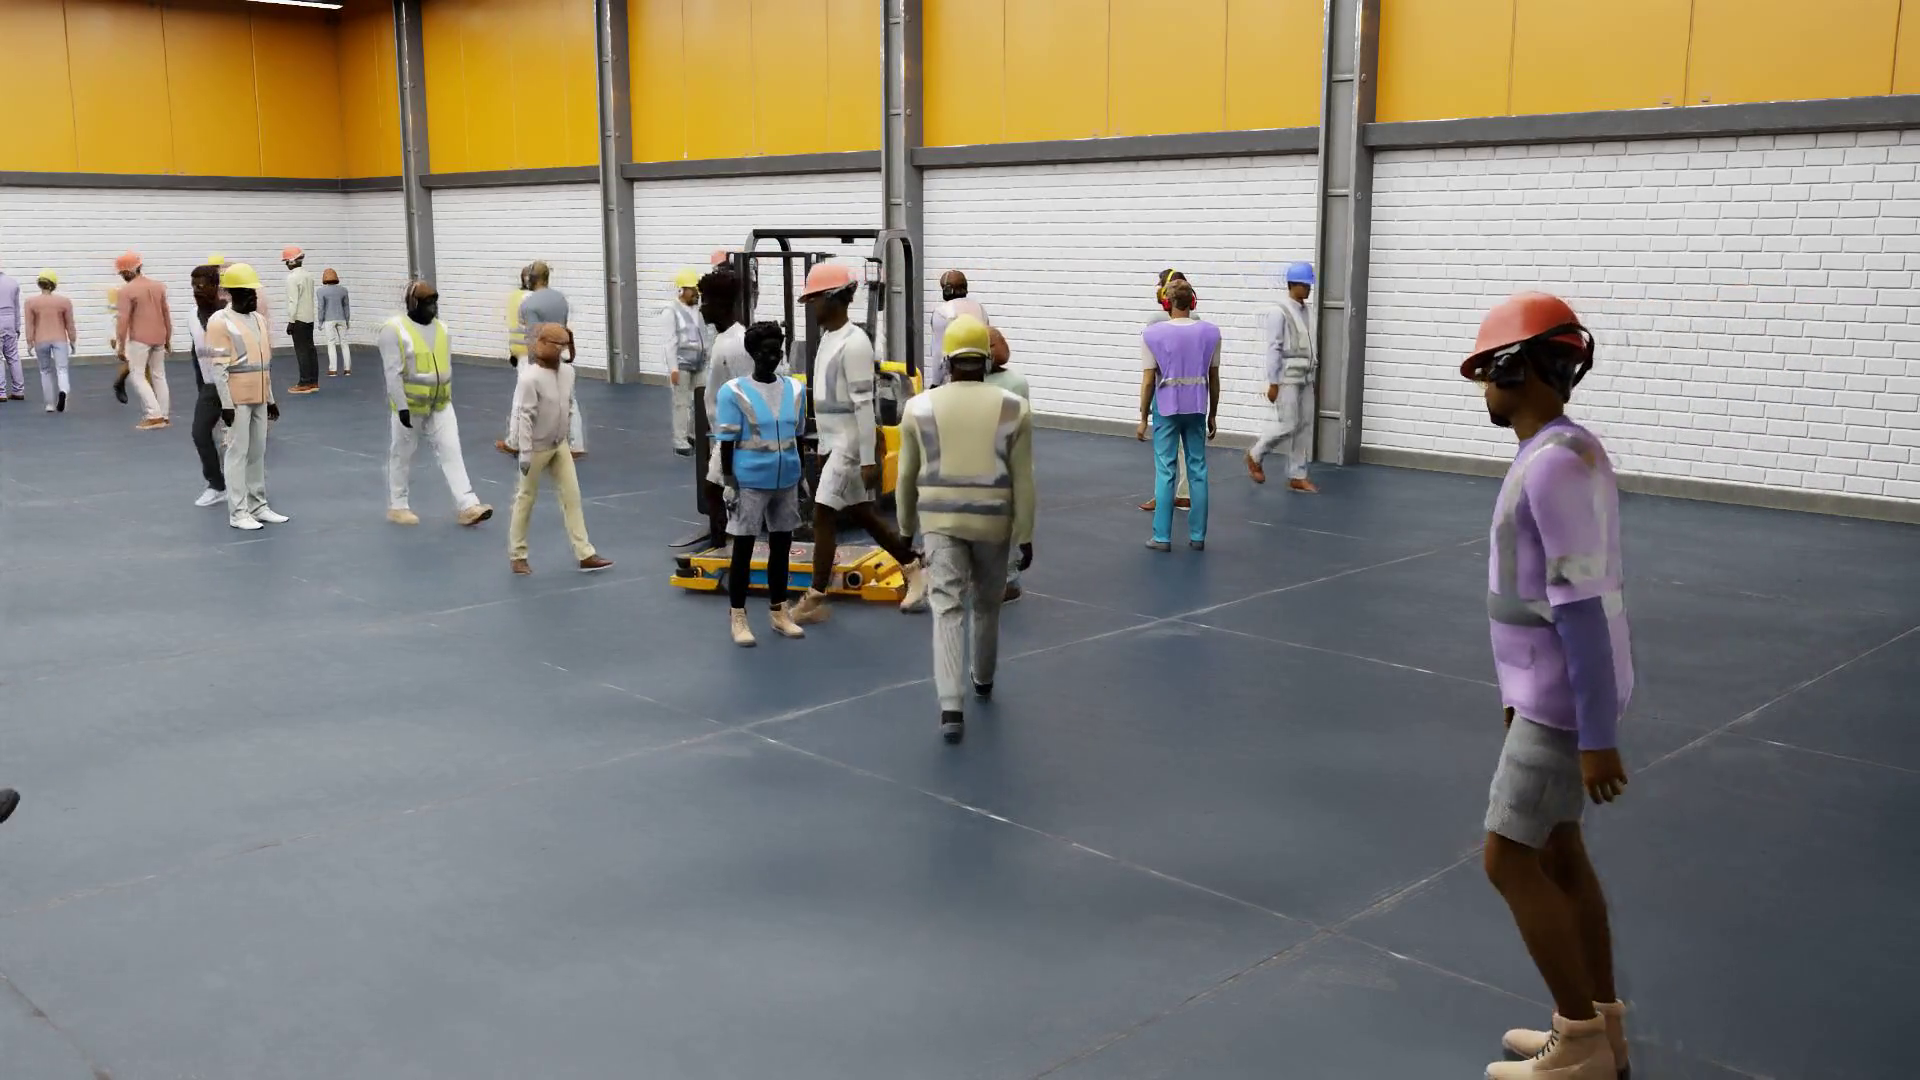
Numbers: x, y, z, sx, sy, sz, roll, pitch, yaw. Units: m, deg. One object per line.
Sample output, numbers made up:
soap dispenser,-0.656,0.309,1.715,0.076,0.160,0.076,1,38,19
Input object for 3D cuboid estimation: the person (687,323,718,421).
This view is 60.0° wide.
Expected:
person,-2.821,-2.165,18.835,0.735,1.717,0.489,-1,10,-6

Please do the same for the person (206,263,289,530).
person,-5.206,-1.046,12.160,0.367,1.927,0.584,2,11,11

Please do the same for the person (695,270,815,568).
person,-1.278,-0.683,10.180,0.877,1.933,0.610,-1,10,-7

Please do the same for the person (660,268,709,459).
person,-2.595,-1.675,15.885,0.418,1.819,0.592,7,13,35

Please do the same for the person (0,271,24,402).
person,-12.378,-2.722,21.363,0.402,1.904,0.652,3,11,17

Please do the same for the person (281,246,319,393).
person,-8.968,-2.990,22.589,0.386,1.989,0.608,1,10,4

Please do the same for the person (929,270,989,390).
person,-0.041,-1.380,14.226,0.429,1.840,0.624,9,14,41

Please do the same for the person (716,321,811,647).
person,-1.019,-0.298,8.706,0.540,1.696,0.317,-8,13,-36

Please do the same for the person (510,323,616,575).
person,-2.557,-0.561,10.442,0.705,1.586,0.528,5,12,26

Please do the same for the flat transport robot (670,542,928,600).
flat transport robot,-0.965,0.167,10.064,1.431,0.197,0.652,3,11,15

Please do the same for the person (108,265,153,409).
person,-10.136,-2.547,20.386,0.630,1.912,0.575,9,14,39

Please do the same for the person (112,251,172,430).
person,-8.983,-2.190,18.362,0.430,1.968,0.684,4,11,19

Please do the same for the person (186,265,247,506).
person,-5.824,-1.194,13.064,0.626,1.893,0.637,3,11,17

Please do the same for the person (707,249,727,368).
person,-2.904,-2.645,20.798,0.631,1.962,0.941,-9,14,-41

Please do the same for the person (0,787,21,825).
person,-3.530,0.239,5.275,0.554,1.875,1.012,6,12,32

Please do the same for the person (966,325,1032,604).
person,0.147,-0.446,9.747,0.505,1.616,0.401,7,12,32

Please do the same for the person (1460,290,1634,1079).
person,1.477,0.384,4.167,0.573,1.993,0.629,5,11,24

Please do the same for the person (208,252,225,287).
person,-9.637,-2.799,21.771,0.603,1.909,0.585,-5,12,-26

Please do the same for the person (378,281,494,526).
person,-3.886,-0.977,12.143,0.965,1.788,0.631,8,13,38

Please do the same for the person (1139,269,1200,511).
person,1.613,-1.140,12.853,0.531,1.861,0.317,-7,12,-33

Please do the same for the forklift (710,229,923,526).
forklift,-1.050,-1.319,12.920,1.214,2.155,2.313,2,11,13

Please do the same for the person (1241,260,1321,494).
person,2.724,-1.350,13.817,0.589,1.930,0.611,10,15,44

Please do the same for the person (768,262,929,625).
person,-0.560,-0.534,9.208,0.982,2.001,0.633,-3,11,-18

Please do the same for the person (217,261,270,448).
person,-7.382,-1.905,17.037,0.648,1.887,0.876,-2,11,-10

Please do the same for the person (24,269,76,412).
person,-10.881,-2.371,19.916,0.534,1.741,0.707,-5,12,-27

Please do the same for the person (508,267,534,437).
person,-4.381,-1.961,17.464,0.893,1.803,0.660,-7,12,-33

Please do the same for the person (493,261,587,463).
person,-3.972,-1.673,15.685,1.039,1.881,0.643,5,12,27

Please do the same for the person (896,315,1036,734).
person,0.021,-0.082,7.288,0.608,1.792,0.939,0,10,0

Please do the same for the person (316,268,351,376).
person,-9.531,-3.311,25.314,0.502,1.631,0.286,-10,15,-44

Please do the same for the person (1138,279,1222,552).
person,1.476,-0.825,11.198,0.563,1.838,0.390,-2,11,-11
